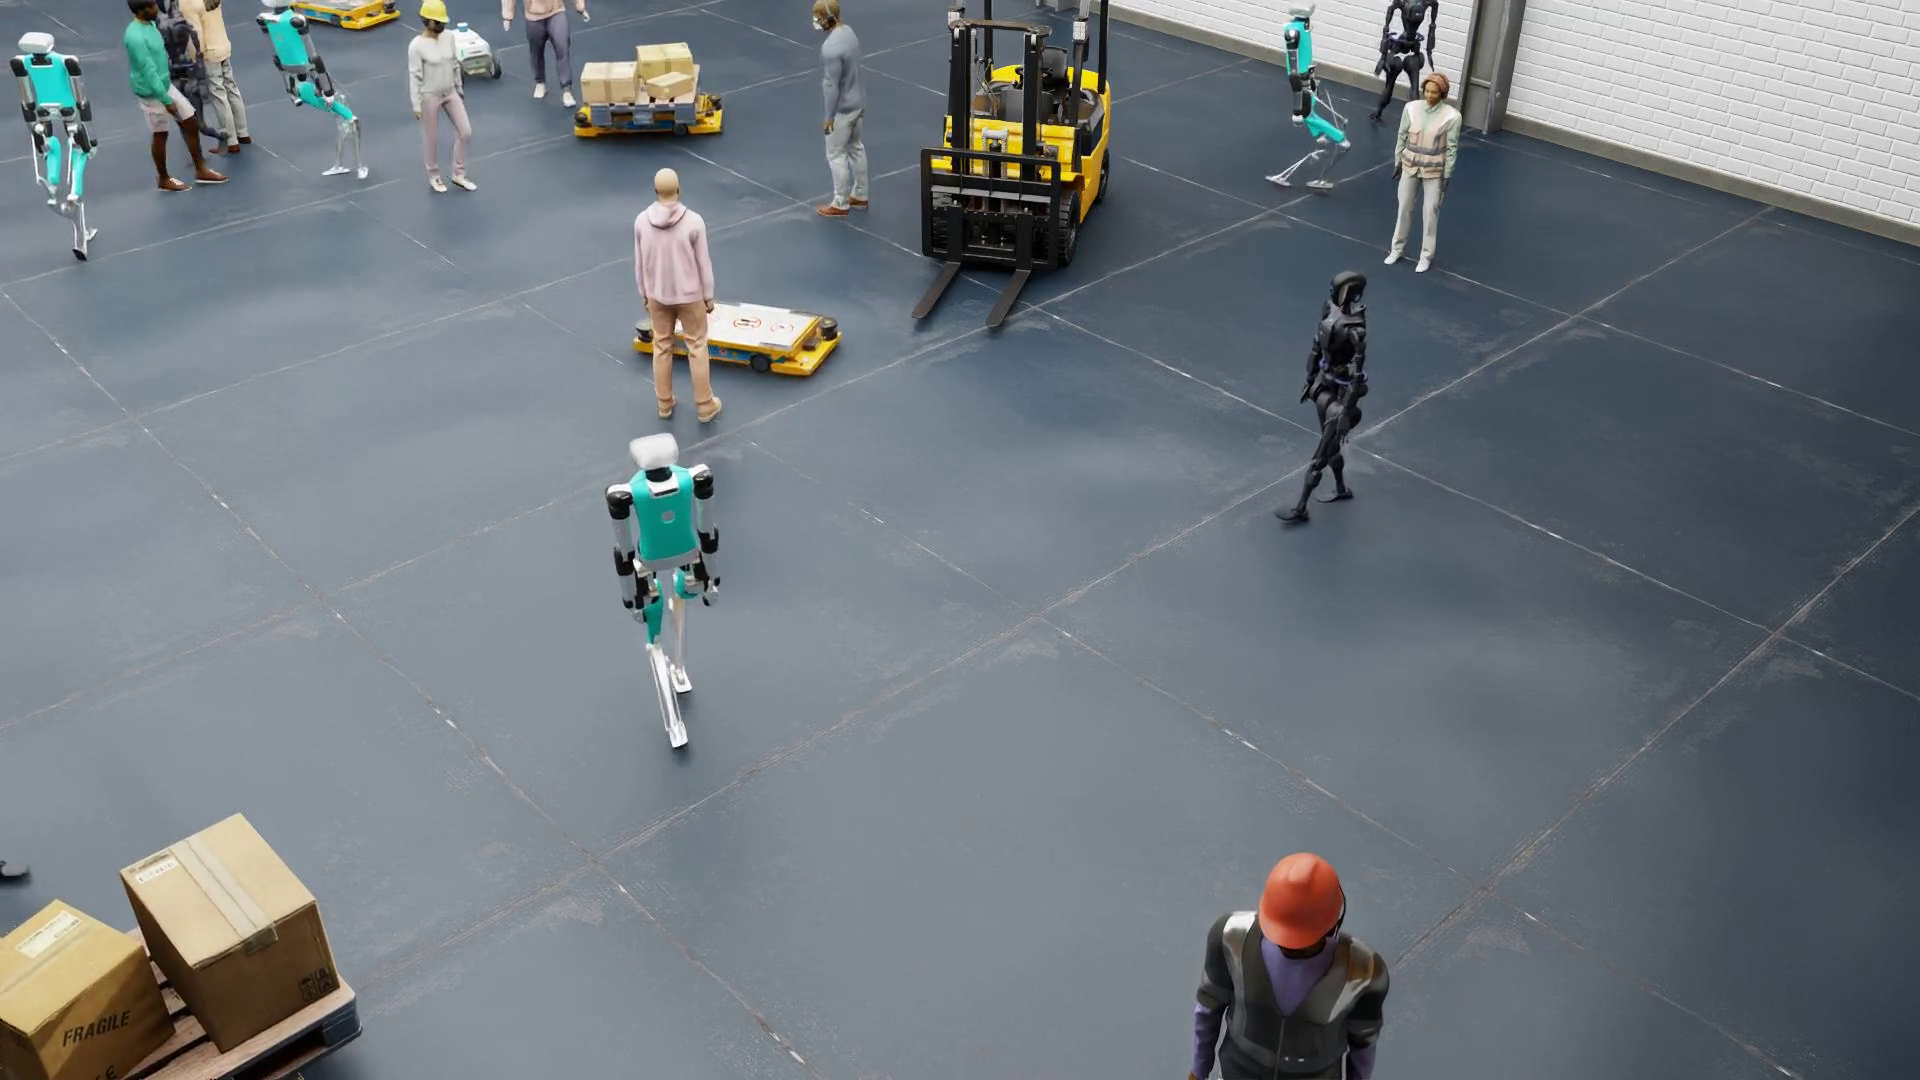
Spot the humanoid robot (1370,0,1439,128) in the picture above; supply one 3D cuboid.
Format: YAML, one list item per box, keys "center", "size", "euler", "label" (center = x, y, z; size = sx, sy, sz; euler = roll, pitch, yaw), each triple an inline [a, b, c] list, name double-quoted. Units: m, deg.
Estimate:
- center: [4.346, -4.748, 16.220]
  size: [0.608, 1.628, 0.777]
  euler: [-7, 34, -11]
  label: "humanoid robot"

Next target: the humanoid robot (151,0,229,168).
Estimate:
- center: [-7.229, -4.330, 15.537]
  size: [0.601, 1.639, 0.509]
  euler: [12, 35, 17]
  label: "humanoid robot"

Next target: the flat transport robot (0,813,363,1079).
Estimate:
- center: [-3.241, 2.149, 6.870]
  size: [0.659, 0.231, 1.431]
  euler: [-28, 42, -36]
  label: "flat transport robot"

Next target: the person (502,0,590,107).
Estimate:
- center: [-4.221, -5.352, 16.986]
  size: [0.880, 1.813, 0.947]
  euler: [-10, 34, -15]
  label: "person"

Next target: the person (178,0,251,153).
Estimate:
- center: [-7.109, -4.620, 15.804]
  size: [0.407, 1.877, 0.554]
  euler: [4, 33, 6]
  label: "person"

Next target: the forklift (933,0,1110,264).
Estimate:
- center: [0.570, -3.725, 14.138]
  size: [1.214, 2.155, 2.313]
  euler: [9, 34, 13]
  label: "forklift"

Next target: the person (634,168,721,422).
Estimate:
- center: [-1.947, -1.649, 11.338]
  size: [0.543, 1.772, 0.410]
  euler: [5, 33, 8]
  label: "person"

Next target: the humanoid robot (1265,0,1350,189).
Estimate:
- center: [3.203, -3.874, 14.778]
  size: [0.870, 1.761, 0.530]
  euler: [12, 35, 18]
  label: "humanoid robot"

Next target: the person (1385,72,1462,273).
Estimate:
- center: [3.769, -2.992, 13.518]
  size: [0.514, 1.634, 0.312]
  euler: [23, 39, 31]
  label: "person"

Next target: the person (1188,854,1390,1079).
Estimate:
- center: [1.084, 1.855, 5.698]
  size: [0.615, 2.041, 0.378]
  euler: [11, 35, 16]
  label: "person"

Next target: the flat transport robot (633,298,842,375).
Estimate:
- center: [-1.676, -1.545, 12.548]
  size: [1.431, 0.231, 0.659]
  euler: [10, 34, 15]
  label: "flat transport robot"

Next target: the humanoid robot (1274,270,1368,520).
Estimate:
- center: [2.256, -0.897, 10.281]
  size: [0.713, 1.631, 0.589]
  euler: [-10, 34, -15]
  label: "humanoid robot"

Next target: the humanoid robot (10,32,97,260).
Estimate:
- center: [-7.499, -3.195, 13.797]
  size: [0.545, 1.842, 0.860]
  euler: [-4, 33, -6]
  label: "humanoid robot"

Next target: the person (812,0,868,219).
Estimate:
- center: [-1.022, -3.735, 14.414]
  size: [0.435, 1.920, 0.679]
  euler: [6, 34, 9]
  label: "person"

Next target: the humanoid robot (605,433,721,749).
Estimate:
- center: [-1.531, 0.175, 8.568]
  size: [0.542, 1.773, 0.901]
  euler: [-14, 36, -20]
  label: "humanoid robot"

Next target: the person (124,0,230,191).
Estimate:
- center: [-7.078, -4.005, 14.903]
  size: [0.728, 1.828, 0.499]
  euler: [1, 33, 1]
  label: "person"

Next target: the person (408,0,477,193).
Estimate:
- center: [-4.656, -3.957, 14.900]
  size: [0.609, 1.733, 0.639]
  euler: [21, 39, 29]
  label: "person"

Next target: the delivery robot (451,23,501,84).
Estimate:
- center: [-5.346, -5.296, 18.042]
  size: [0.499, 0.586, 0.773]
  euler: [-19, 38, -26]
  label: "delivery robot"

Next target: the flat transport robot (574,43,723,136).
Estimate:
- center: [-3.124, -4.277, 16.746]
  size: [1.431, 0.231, 0.659]
  euler: [-2, 33, -4]
  label: "flat transport robot"

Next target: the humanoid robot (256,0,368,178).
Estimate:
- center: [-5.867, -4.183, 15.254]
  size: [0.563, 1.775, 0.789]
  euler: [13, 35, 19]
  label: "humanoid robot"

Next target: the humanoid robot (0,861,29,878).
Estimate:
- center: [-4.672, 0.941, 7.451]
  size: [0.533, 1.632, 0.610]
  euler: [8, 34, 12]
  label: "humanoid robot"

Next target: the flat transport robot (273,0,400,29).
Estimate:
- center: [-7.507, -6.397, 20.005]
  size: [1.431, 0.231, 0.659]
  euler: [16, 36, 23]
  label: "flat transport robot"
